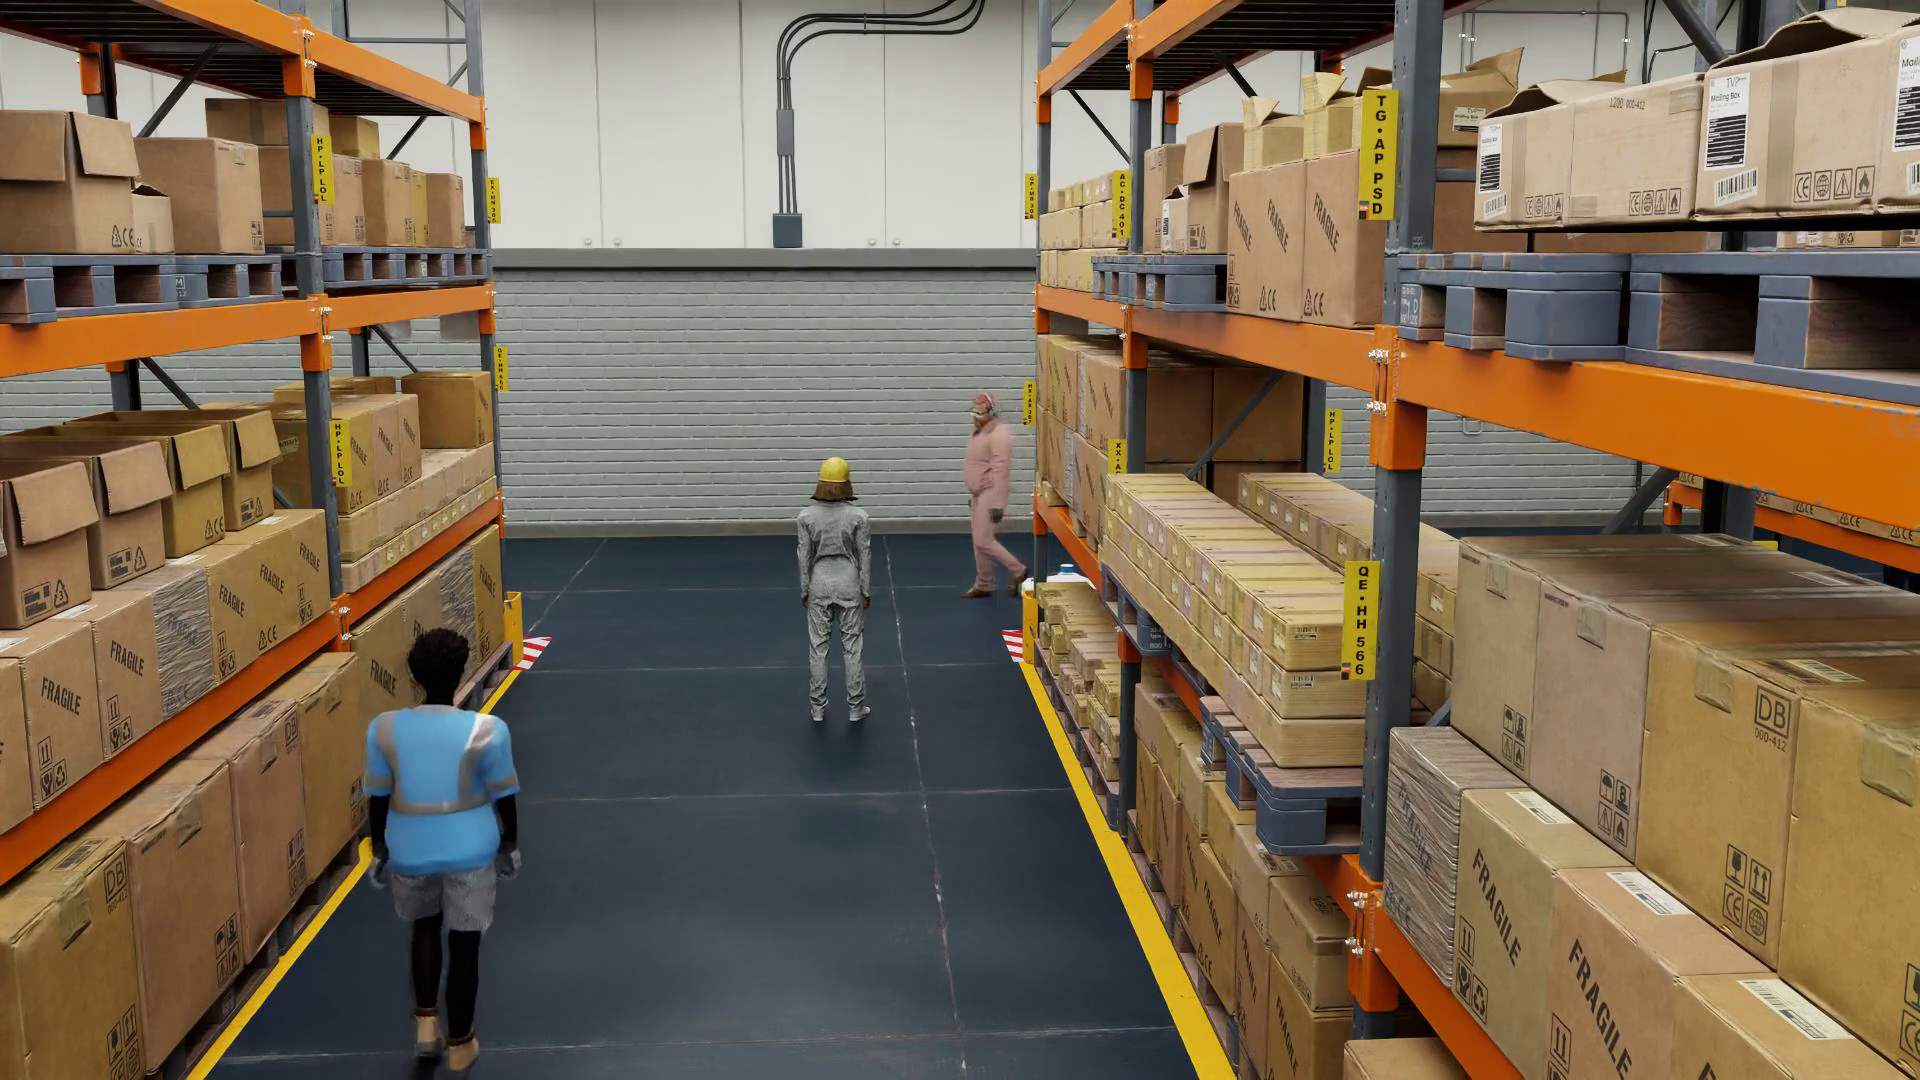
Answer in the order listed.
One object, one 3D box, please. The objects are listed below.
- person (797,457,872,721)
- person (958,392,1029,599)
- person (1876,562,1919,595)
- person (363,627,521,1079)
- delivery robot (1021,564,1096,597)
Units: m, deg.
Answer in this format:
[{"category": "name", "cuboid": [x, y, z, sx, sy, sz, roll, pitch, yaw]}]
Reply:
[{"category": "person", "cuboid": [-0.814, 0.325, 10.910, 0.489, 1.744, 0.295, 1, 10, 3]}, {"category": "person", "cuboid": [0.295, -0.374, 14.626, 0.556, 1.880, 0.722, -3, 10, -15]}, {"category": "person", "cuboid": [7.148, -0.009, 12.417, 0.606, 1.899, 0.557, -1, 10, -6]}, {"category": "person", "cuboid": [-1.900, 1.154, 6.178, 0.557, 1.682, 0.397, 0, 10, -1]}, {"category": "delivery robot", "cuboid": [0.860, 0.439, 13.449, 0.707, 0.478, 0.477, 3, 10, 15]}]
